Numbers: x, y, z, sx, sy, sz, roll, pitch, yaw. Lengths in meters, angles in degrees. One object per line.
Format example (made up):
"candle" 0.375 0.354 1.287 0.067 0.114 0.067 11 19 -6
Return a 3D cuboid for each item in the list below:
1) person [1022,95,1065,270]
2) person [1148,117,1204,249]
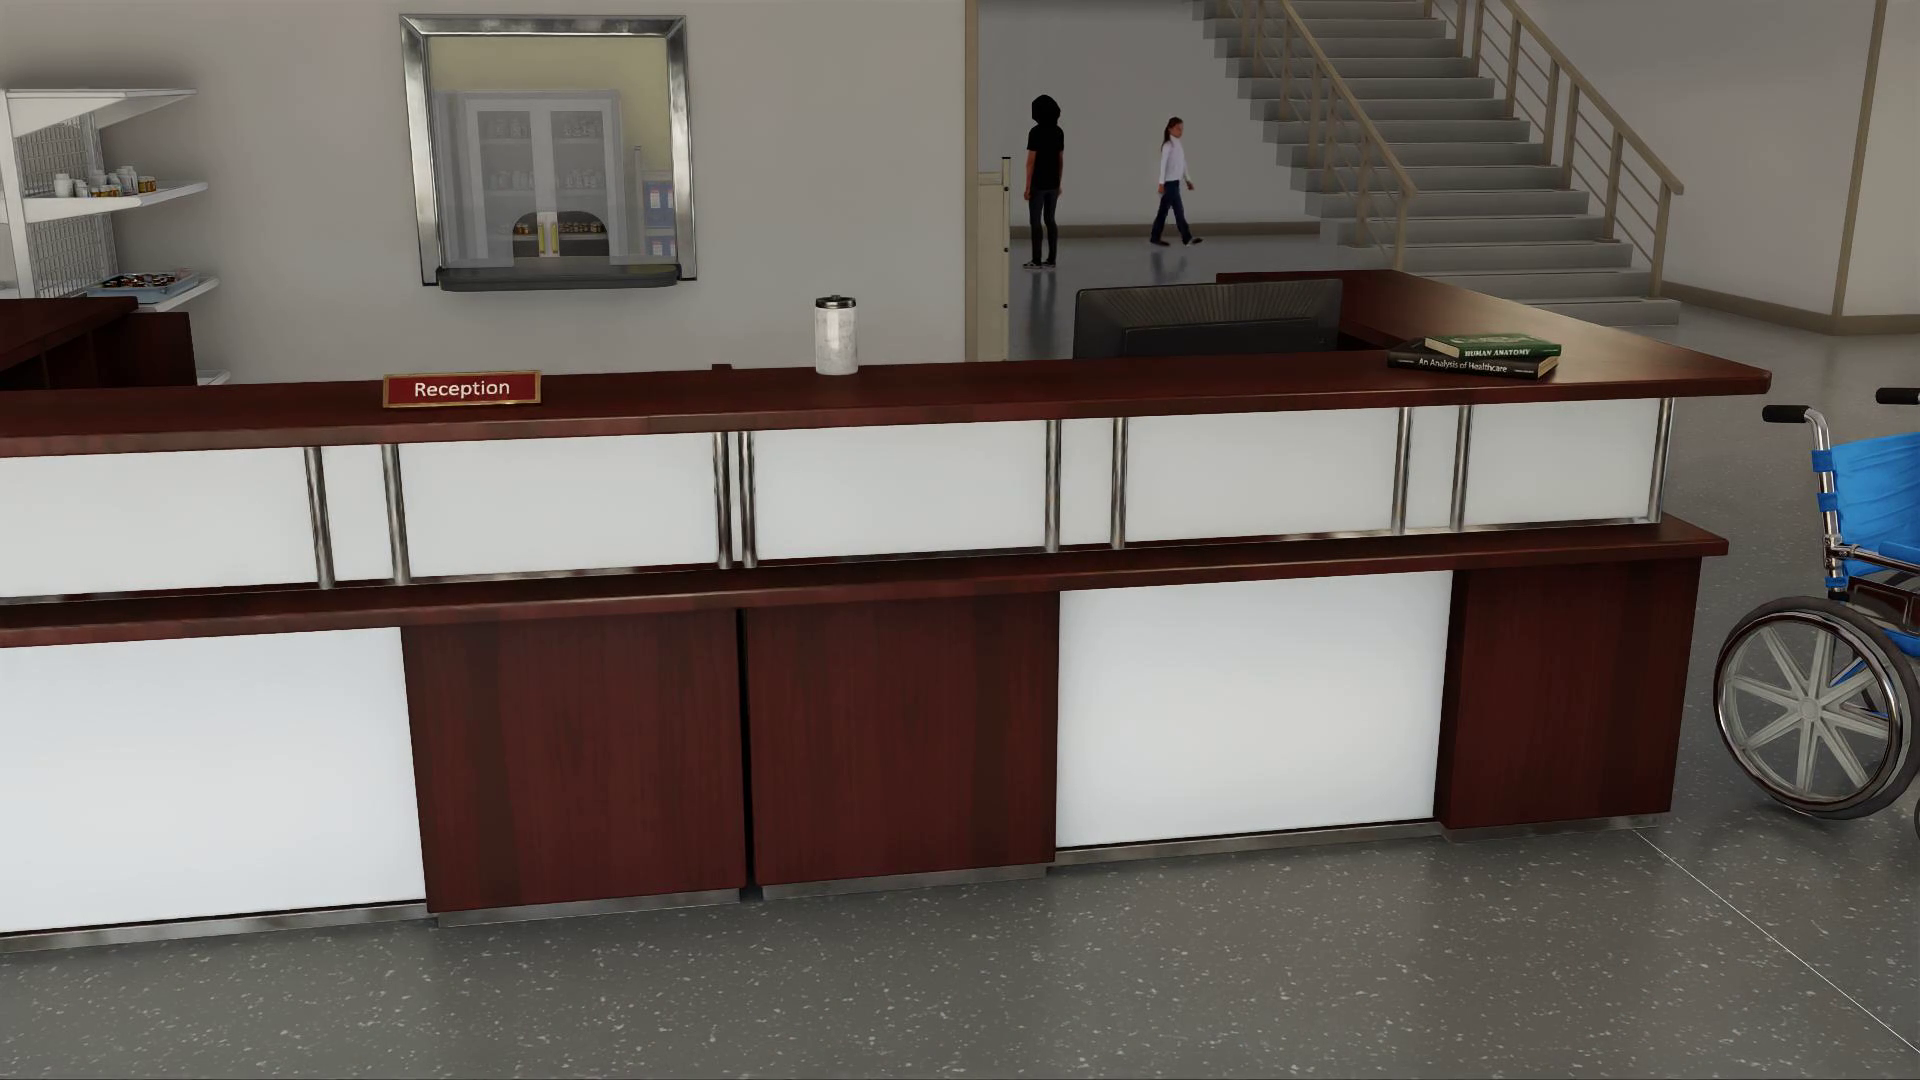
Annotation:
"person" 0.911 -3.847 17.870 0.709 1.824 0.696 -12 19 -35
"person" 2.445 -4.245 19.863 0.960 1.522 0.918 10 19 32
